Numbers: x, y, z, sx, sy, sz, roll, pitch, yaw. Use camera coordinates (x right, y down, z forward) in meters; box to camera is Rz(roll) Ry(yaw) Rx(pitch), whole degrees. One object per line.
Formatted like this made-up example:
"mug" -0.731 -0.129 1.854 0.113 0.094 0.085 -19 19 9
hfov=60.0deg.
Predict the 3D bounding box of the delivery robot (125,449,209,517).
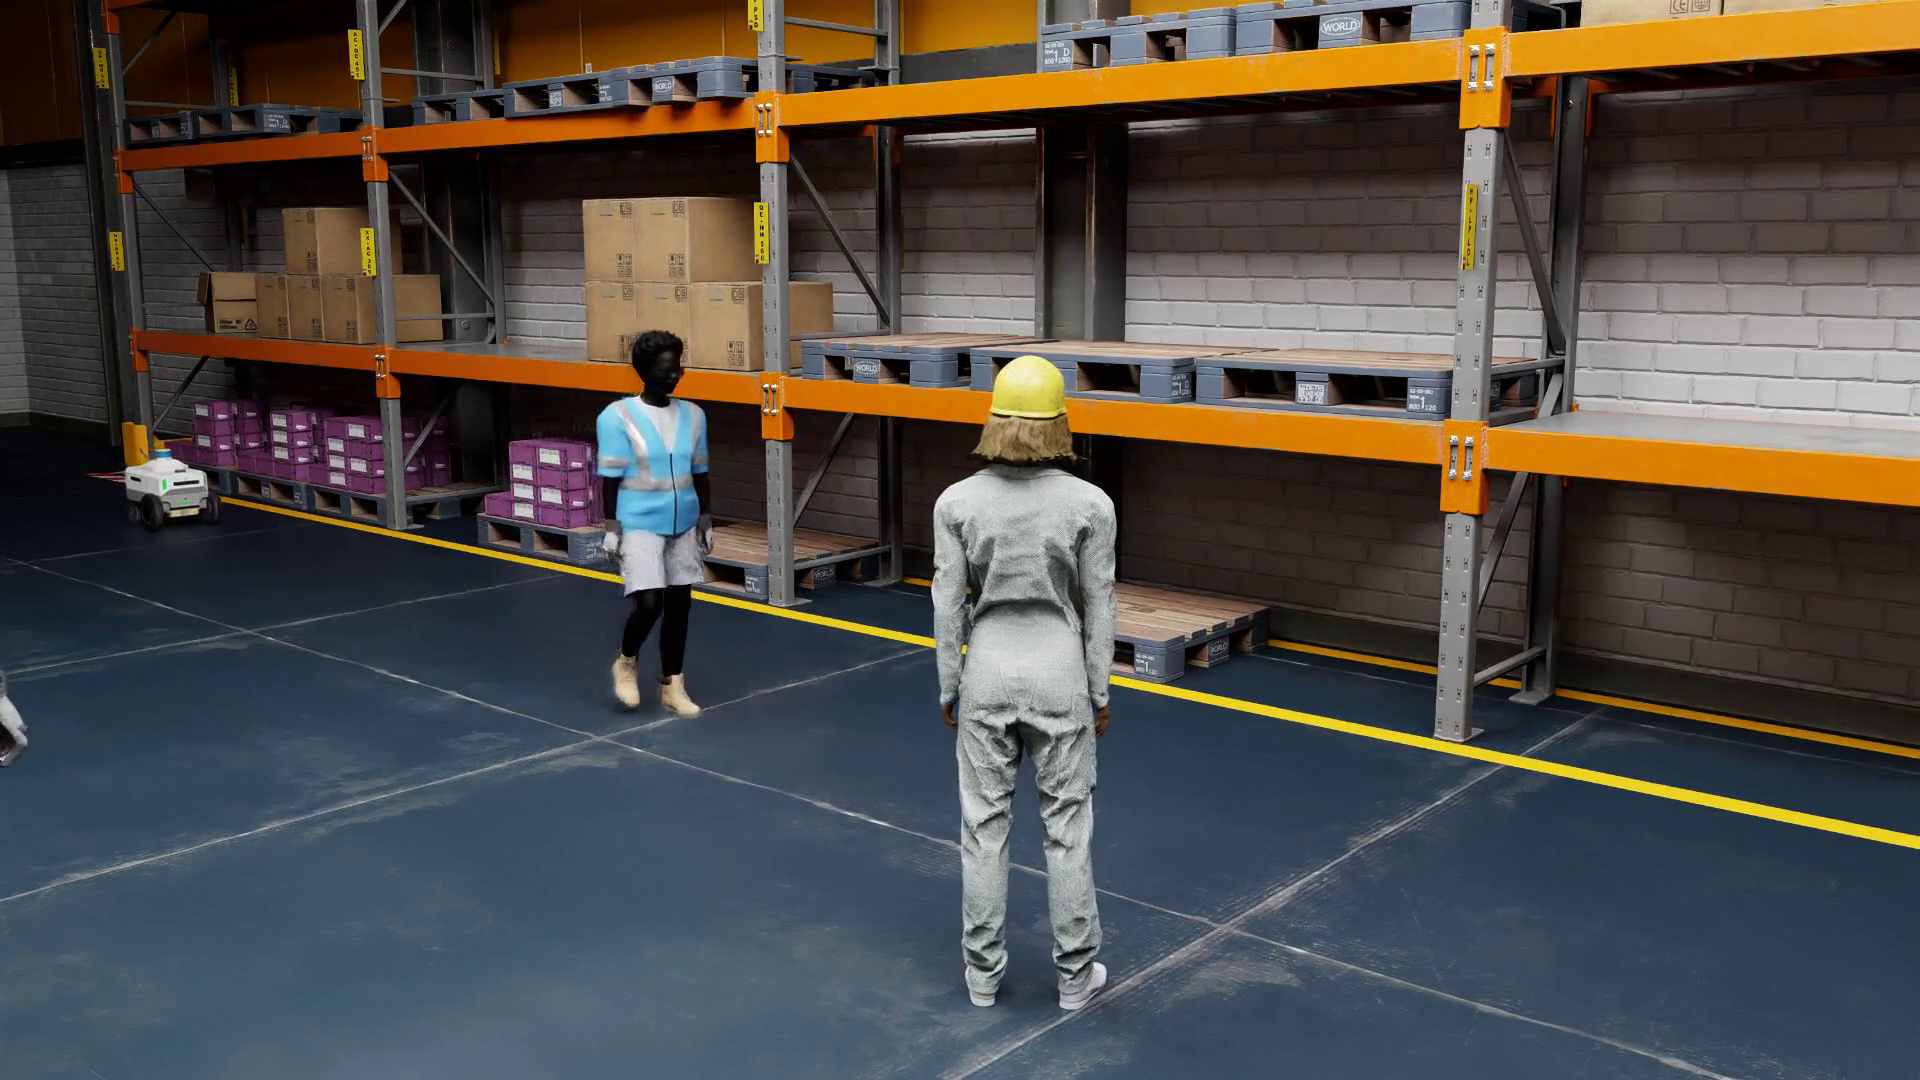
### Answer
"delivery robot" -5.790 -0.419 12.128 0.707 0.478 0.477 9 13 42

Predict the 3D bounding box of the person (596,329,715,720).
"person" -1.281 -0.055 7.096 0.546 1.682 0.372 -10 14 -43

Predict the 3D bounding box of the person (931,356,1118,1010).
"person" 0.174 0.386 4.431 0.487 1.744 0.312 2 10 10

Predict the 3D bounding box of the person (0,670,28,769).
"person" -2.681 0.404 4.126 0.963 1.831 0.540 9 14 42
